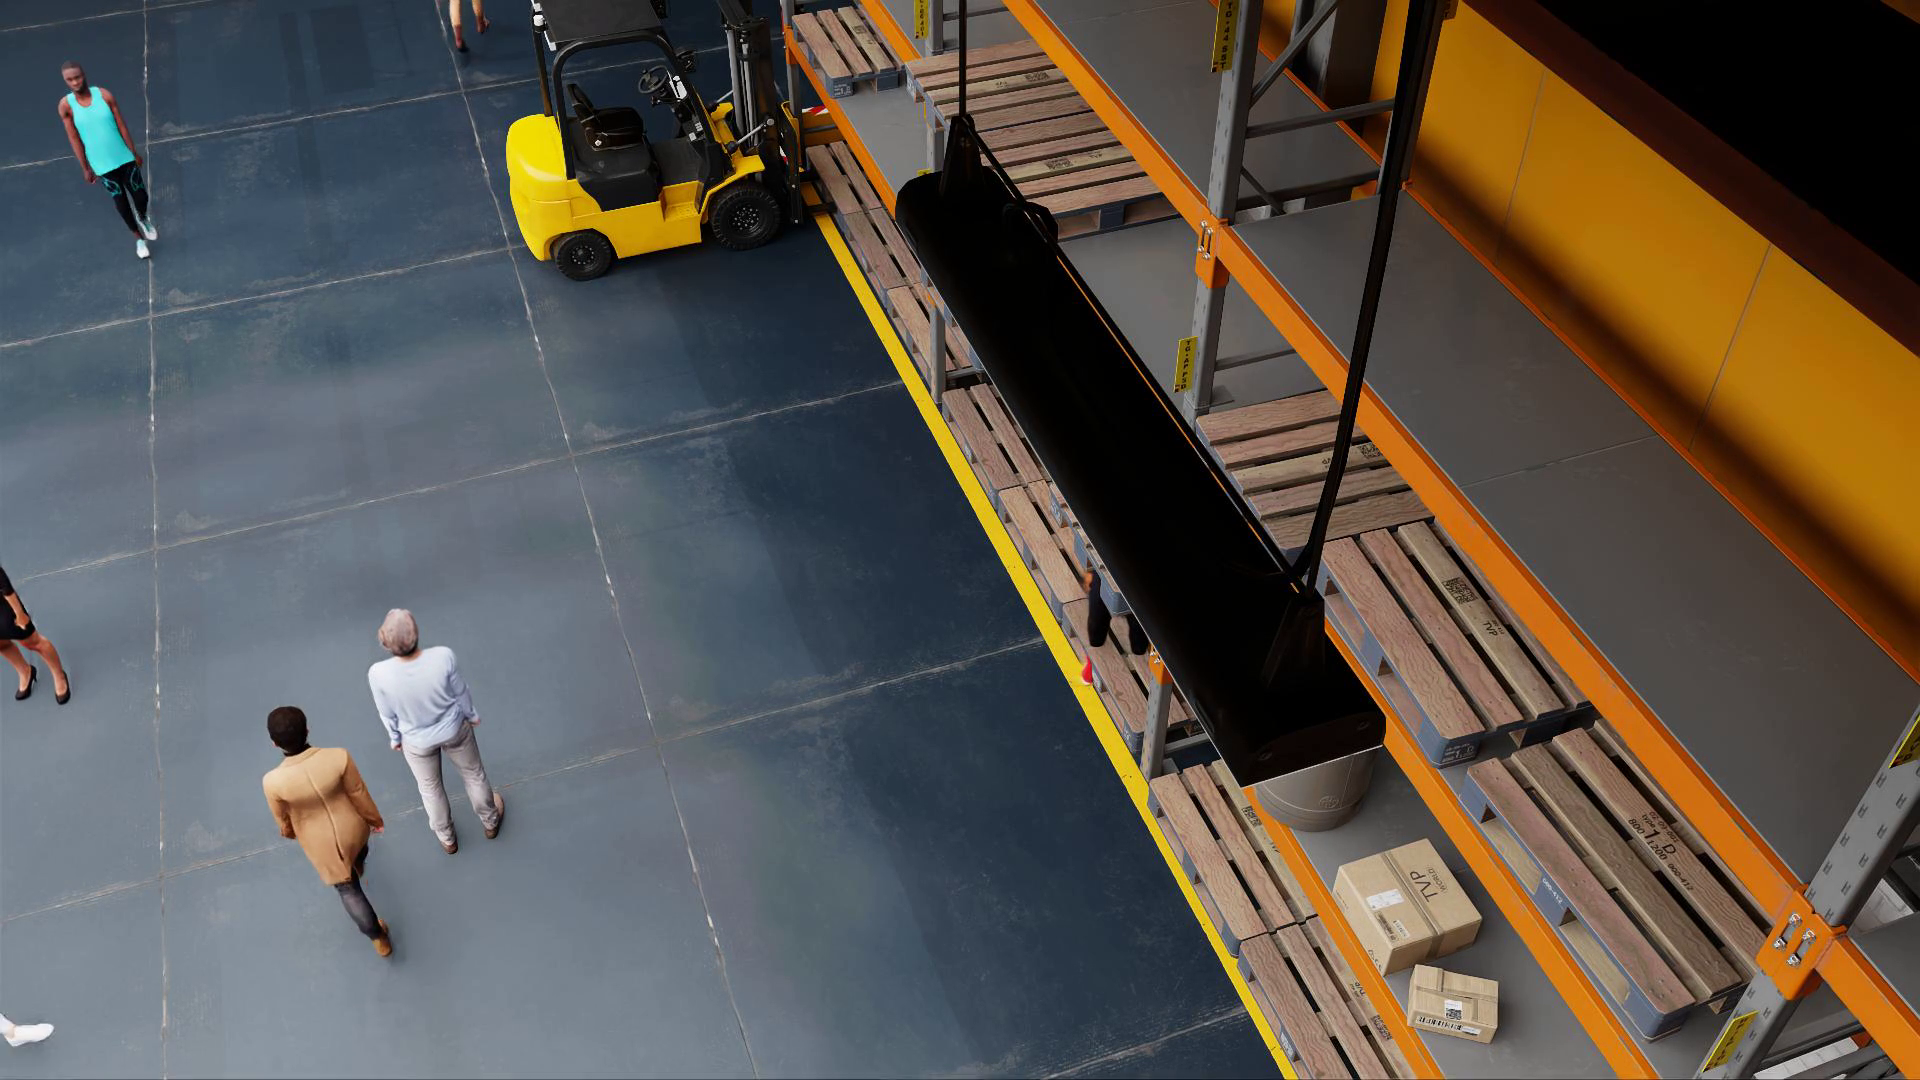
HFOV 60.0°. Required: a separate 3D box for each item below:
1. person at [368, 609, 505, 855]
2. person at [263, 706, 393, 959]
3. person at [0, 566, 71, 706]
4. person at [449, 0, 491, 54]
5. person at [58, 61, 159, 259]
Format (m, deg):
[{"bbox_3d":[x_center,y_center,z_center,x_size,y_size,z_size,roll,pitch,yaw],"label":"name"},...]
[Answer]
[{"bbox_3d":[-2.998,1.091,9.499,0.660,1.893,0.559,-15,46,-15],"label":"person"},{"bbox_3d":[-3.411,1.641,9.079,0.827,1.677,1.204,-22,48,-22],"label":"person"},{"bbox_3d":[-6.016,0.422,10.364,0.644,1.670,0.659,4,44,4],"label":"person"},{"bbox_3d":[-5.105,-5.770,16.851,0.849,1.687,1.172,-1,44,-1],"label":"person"},{"bbox_3d":[-7.223,-3.261,14.139,0.677,1.796,0.713,-21,47,-20],"label":"person"}]
